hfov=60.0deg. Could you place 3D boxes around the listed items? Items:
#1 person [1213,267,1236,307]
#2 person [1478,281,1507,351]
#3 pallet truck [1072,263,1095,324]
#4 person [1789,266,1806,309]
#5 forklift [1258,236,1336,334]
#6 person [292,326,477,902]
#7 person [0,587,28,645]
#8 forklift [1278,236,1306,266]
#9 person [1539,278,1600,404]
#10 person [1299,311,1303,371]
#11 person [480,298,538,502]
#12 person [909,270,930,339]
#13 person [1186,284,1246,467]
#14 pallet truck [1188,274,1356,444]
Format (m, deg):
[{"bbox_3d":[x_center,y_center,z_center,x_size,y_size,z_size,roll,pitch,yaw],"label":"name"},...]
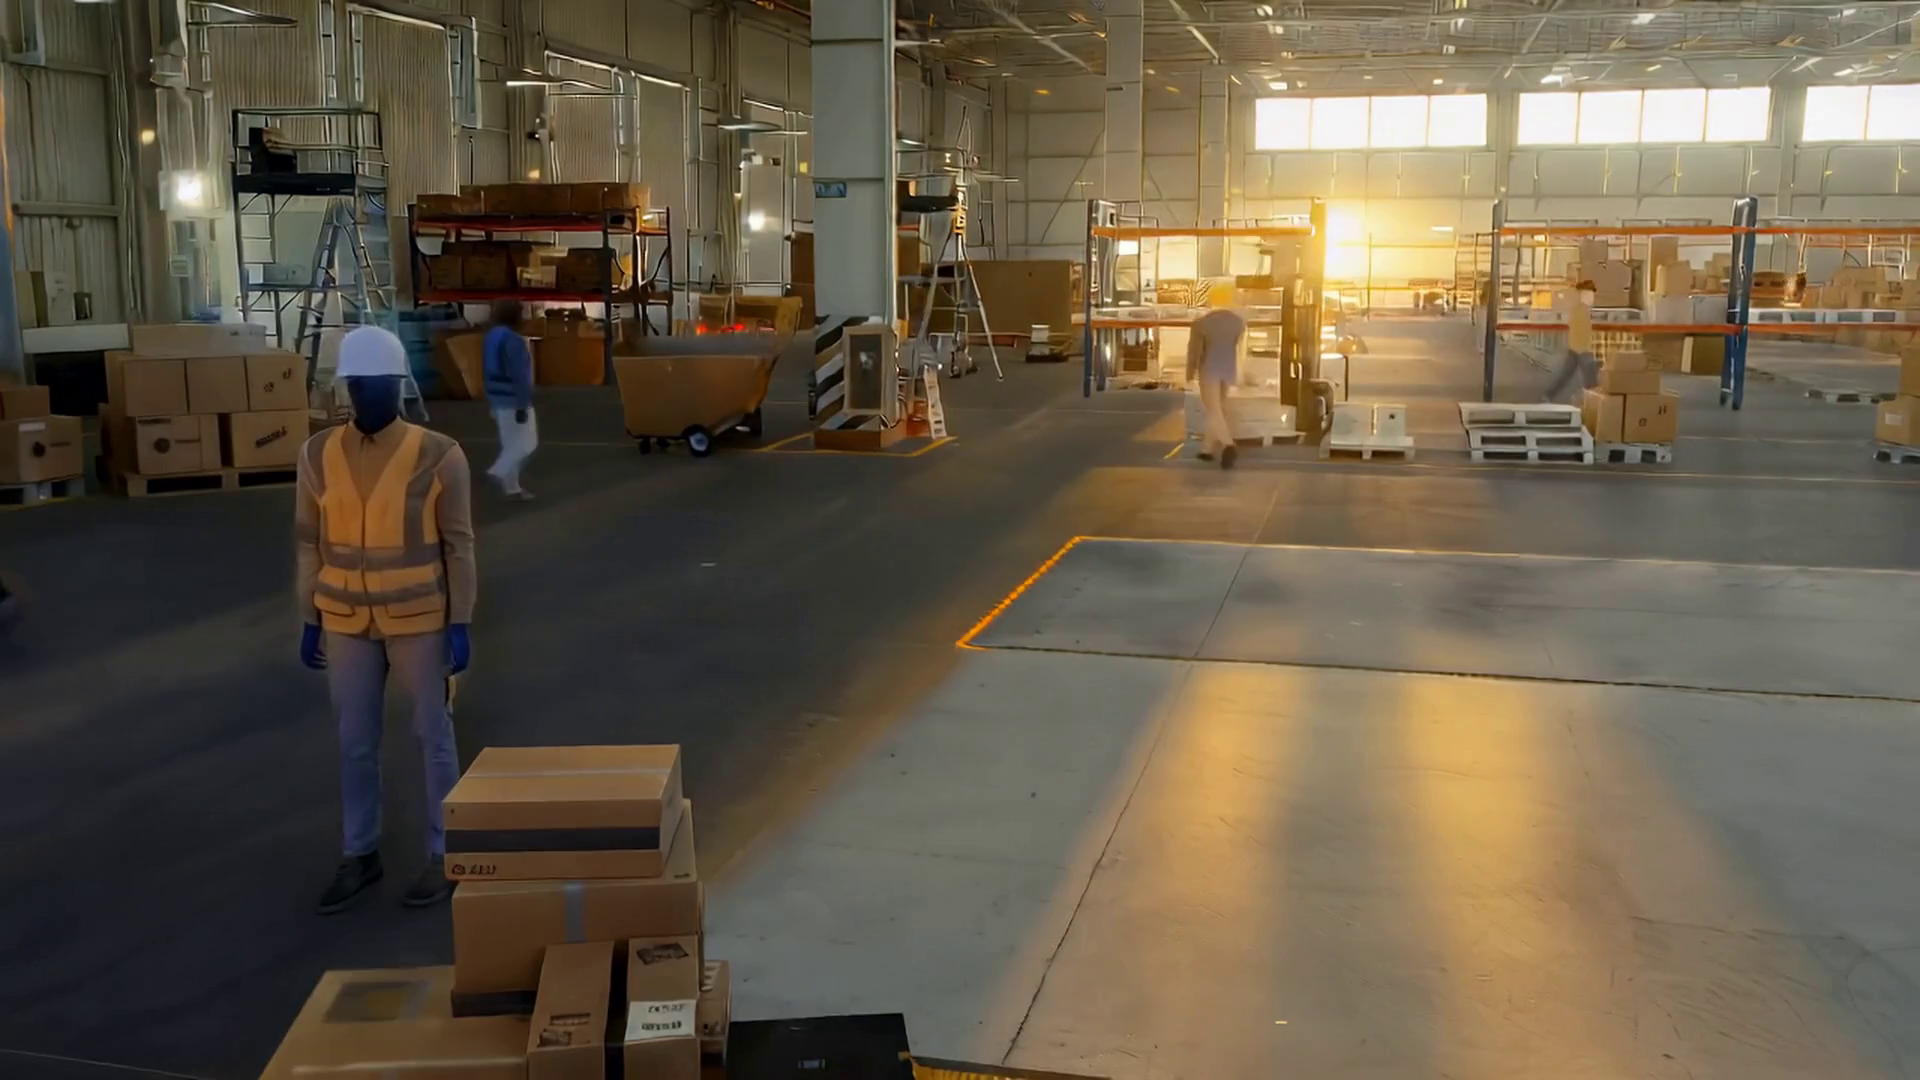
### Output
[{"bbox_3d":[7.276,-6.555,45.811,0.627,1.929,0.350,1,10,4],"label":"person"},{"bbox_3d":[12.519,-5.418,39.200,0.637,1.913,0.902,1,10,7],"label":"person"},{"bbox_3d":[4.325,-8.180,55.162,0.823,1.965,1.885,6,11,31],"label":"pallet truck"},{"bbox_3d":[26.214,-7.644,52.282,0.677,1.910,0.572,0,10,-2],"label":"person"},{"bbox_3d":[9.319,-7.005,45.651,1.129,2.768,1.873,-8,12,-38],"label":"forklift"},{"bbox_3d":[-1.943,0.256,5.626,0.615,1.950,0.375,0,10,2],"label":"person"},{"bbox_3d":[-5.630,-0.252,9.025,0.803,1.814,0.623,-2,10,-9],"label":"person"},{"bbox_3d":[10.149,-7.888,50.849,1.873,2.768,1.129,-9,13,-44],"label":"forklift"},{"bbox_3d":[8.731,-2.754,23.543,0.937,1.890,0.601,2,10,11],"label":"person"},{"bbox_3d":[6.736,-4.101,31.914,0.485,1.739,0.319,-9,13,-41],"label":"person"},{"bbox_3d":[-3.996,-1.212,14.657,0.520,1.829,0.632,-9,13,-42],"label":"person"},{"bbox_3d":[-0.898,-4.993,36.672,0.552,1.908,0.772,-3,10,-15],"label":"person"},{"bbox_3d":[2.724,-1.723,17.449,0.629,1.905,0.927,-4,10,-23],"label":"person"},{"bbox_3d":[3.653,-2.138,19.590,1.885,1.965,0.823,-4,10,-20],"label":"pallet truck"}]
